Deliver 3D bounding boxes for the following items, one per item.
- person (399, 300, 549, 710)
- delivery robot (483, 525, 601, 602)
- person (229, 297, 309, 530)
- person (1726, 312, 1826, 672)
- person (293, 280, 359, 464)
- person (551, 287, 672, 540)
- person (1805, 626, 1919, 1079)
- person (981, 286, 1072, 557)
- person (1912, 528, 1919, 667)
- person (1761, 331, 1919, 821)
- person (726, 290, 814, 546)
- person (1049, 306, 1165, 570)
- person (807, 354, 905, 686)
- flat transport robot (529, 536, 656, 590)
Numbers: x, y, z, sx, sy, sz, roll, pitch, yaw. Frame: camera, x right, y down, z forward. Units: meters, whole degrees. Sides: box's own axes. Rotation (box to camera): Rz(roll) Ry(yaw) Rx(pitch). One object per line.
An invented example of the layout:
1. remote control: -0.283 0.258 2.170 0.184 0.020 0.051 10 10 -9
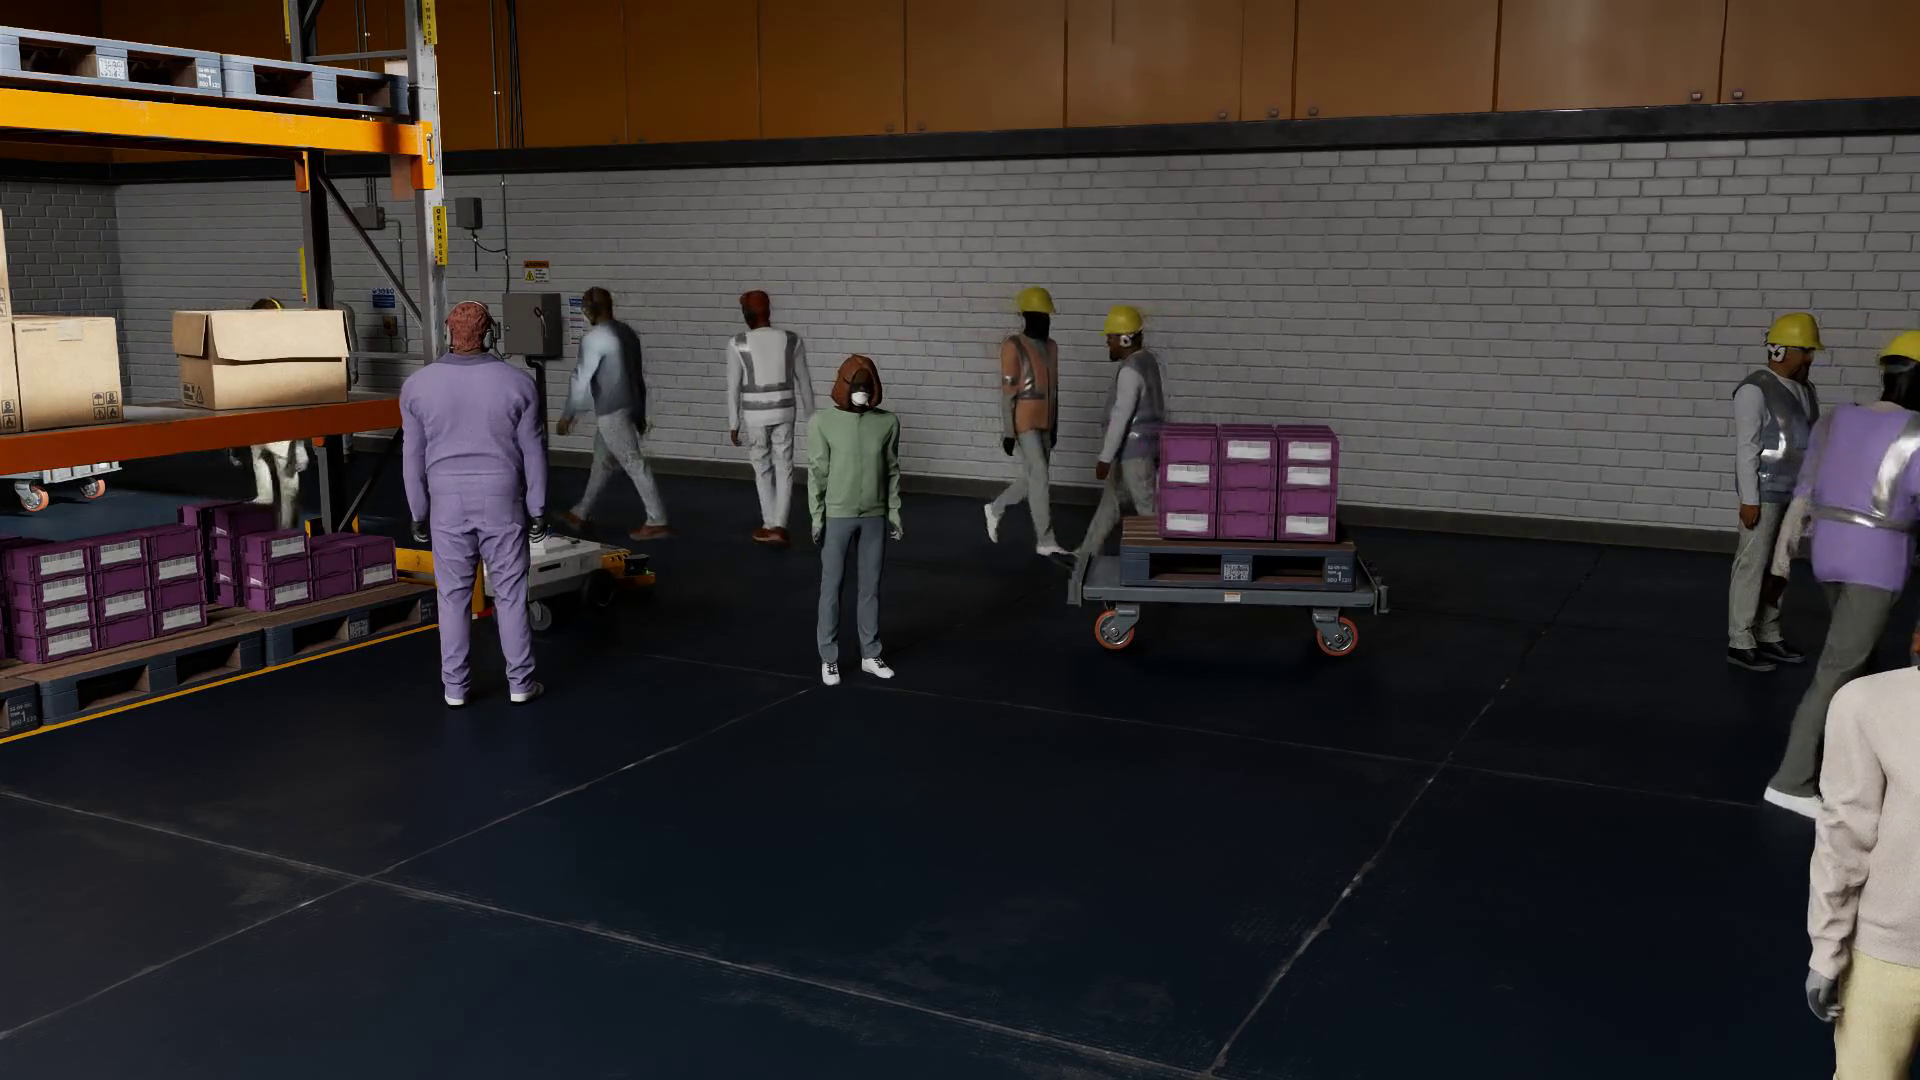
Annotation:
1. person: -2.250 -0.159 7.787 0.651 1.906 0.403 -2 10 -9
2. delivery robot: -2.411 0.154 9.611 0.477 0.478 0.707 5 11 29
3. person: -4.502 -0.638 10.742 0.534 1.846 0.653 2 10 12
4. person: 4.197 -0.251 8.544 0.588 1.829 0.404 -7 12 -36
5. person: -6.395 -1.733 16.807 0.631 1.940 0.372 -2 10 -12
6. person: -2.622 -0.931 12.370 1.053 1.874 0.652 3 10 16
7. person: 1.835 0.794 3.079 0.497 1.629 0.277 4 10 20
8. person: 0.467 -0.839 11.750 0.809 1.903 0.588 7 12 37
9. person: 4.466 -0.047 7.309 0.797 1.841 0.564 -8 12 -38
10. person: 3.530 0.121 6.394 1.036 1.821 0.682 -3 10 -19
11. person: -1.355 -0.875 12.060 0.686 1.859 0.593 -3 10 -17
12. person: 0.978 -0.580 10.556 0.917 1.780 0.613 2 10 12
13. person: -0.514 -0.103 8.250 0.498 1.633 0.279 -5 11 -26
14. flat transport robot: -2.655 0.143 10.763 1.431 0.197 0.652 10 14 44
